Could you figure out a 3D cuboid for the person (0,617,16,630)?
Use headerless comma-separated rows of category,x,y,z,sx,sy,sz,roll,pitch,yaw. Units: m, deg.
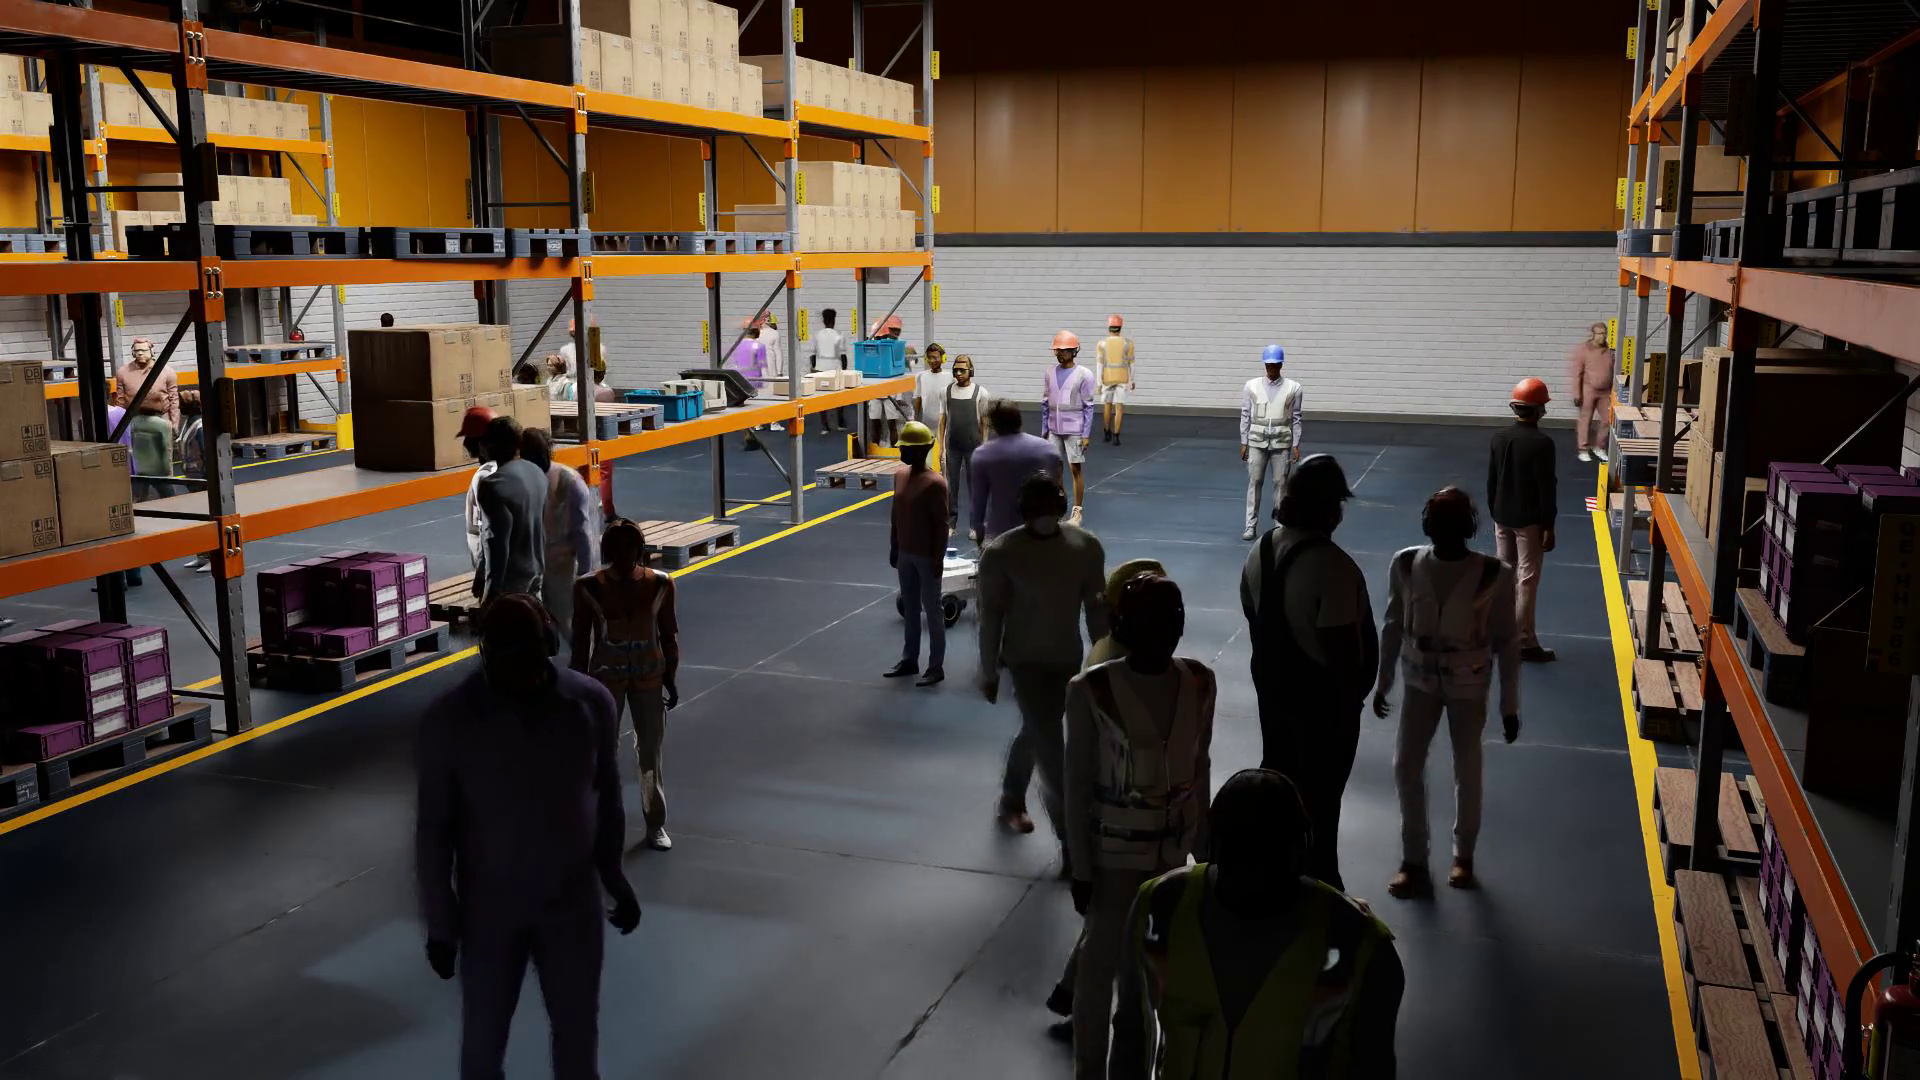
person,-7.441,-0.099,12.572,0.688,1.602,0.526,2,10,9

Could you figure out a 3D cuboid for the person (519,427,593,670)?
person,-2.645,0.146,10.668,0.649,1.810,0.794,1,10,4

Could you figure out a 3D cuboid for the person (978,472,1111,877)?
person,0.390,0.592,7.972,0.619,1.878,1.044,-5,11,-26

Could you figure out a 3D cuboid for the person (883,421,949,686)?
person,-0.287,0.087,11.099,0.323,1.769,0.523,-9,13,-40

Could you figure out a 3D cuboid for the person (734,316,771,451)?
person,-2.900,-2.233,23.742,0.565,1.912,0.660,7,12,36

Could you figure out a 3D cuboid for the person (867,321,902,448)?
person,-1.025,-1.908,21.883,0.542,1.933,0.383,2,10,12

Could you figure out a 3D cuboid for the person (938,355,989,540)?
person,0.026,-0.918,16.542,0.512,1.845,0.340,2,10,12

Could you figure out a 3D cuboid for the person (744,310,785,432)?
person,-3.058,-2.654,26.163,0.637,1.904,0.403,4,11,20

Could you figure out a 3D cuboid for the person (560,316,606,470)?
person,-4.924,-1.950,21.879,0.613,2.021,0.775,1,10,4

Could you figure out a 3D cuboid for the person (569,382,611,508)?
person,-4.119,-1.202,18.550,0.537,1.700,0.317,2,10,12

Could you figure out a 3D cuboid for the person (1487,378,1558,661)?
person,3.981,-0.145,11.756,0.371,1.997,0.622,-4,11,-23

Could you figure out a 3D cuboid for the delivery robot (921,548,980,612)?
delivery robot,-0.069,0.307,13.008,0.707,0.478,0.477,-9,13,-41

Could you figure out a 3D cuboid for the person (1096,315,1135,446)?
person,2.296,-2.358,24.520,0.554,1.895,0.854,2,10,11

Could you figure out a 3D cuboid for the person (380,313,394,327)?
person,-8.537,-2.435,24.918,0.592,1.913,0.392,-8,13,-36

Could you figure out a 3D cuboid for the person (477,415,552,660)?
person,-2.641,0.227,9.827,0.358,1.938,0.636,2,10,13

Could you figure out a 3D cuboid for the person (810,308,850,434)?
person,-2.013,-2.652,26.036,0.626,1.929,0.872,2,10,11

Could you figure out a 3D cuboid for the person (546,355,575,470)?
person,-4.732,-1.364,19.631,0.510,1.640,0.308,10,14,44

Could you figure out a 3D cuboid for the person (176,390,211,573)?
person,-6.825,-0.532,14.938,0.314,1.642,0.514,-8,13,-39

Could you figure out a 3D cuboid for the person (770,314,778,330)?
person,-3.200,-2.926,28.068,0.316,1.769,0.523,-2,10,-12

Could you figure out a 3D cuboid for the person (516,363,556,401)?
person,-4.101,-0.786,15.894,0.547,1.817,1.001,3,10,16

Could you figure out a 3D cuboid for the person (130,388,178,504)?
person,-7.515,-0.621,15.564,0.506,1.595,0.812,1,10,7

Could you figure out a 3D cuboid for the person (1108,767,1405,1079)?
person,0.609,1.383,3.593,0.621,1.846,0.429,4,11,22

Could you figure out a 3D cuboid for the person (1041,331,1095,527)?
person,1.092,-1.144,17.249,0.605,2.045,0.378,7,12,36

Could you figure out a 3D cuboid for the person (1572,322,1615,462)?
person,8.566,-1.975,22.365,0.683,1.884,0.561,-2,10,-10

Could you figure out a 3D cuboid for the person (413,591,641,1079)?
person,-1.341,1.081,5.224,0.691,1.912,0.606,-5,11,-27

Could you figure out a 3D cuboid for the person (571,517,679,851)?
person,-1.604,0.700,8.007,0.513,1.641,0.307,-4,11,-19

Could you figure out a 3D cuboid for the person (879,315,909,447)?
person,-0.975,-2.250,23.810,0.596,1.932,1.057,-5,11,-27

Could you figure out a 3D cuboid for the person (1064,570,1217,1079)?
person,0.598,1.030,5.468,0.575,1.883,0.362,-5,11,-27

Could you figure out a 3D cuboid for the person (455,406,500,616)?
person,-2.926,0.130,10.379,0.356,1.939,0.542,0,10,0

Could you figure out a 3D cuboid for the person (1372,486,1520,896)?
person,2.169,0.687,7.475,0.707,1.852,0.734,6,12,32

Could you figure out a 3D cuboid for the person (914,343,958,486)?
person,-0.260,-1.225,18.215,0.535,1.864,0.309,2,10,12

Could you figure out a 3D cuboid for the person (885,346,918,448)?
person,-0.727,-1.790,22.177,0.701,1.588,0.567,2,10,9

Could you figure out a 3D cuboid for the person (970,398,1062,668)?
person,0.393,-0.050,11.583,0.663,1.883,0.652,-1,10,-4

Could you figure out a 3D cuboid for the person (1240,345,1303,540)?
person,3.075,-0.960,16.483,0.602,1.949,0.389,2,10,12

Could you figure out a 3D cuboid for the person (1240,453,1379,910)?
person,1.559,0.630,7.271,0.537,2.000,0.679,-5,11,-25

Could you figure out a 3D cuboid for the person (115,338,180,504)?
person,-8.979,-1.280,18.403,0.638,1.910,0.407,-3,11,-17

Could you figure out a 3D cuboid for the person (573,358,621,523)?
person,-3.822,-1.060,17.560,0.522,1.769,0.317,4,11,22

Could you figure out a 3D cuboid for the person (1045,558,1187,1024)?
person,0.602,0.963,6.014,0.449,1.831,0.606,0,10,2

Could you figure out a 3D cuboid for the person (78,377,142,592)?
person,-7.179,-0.478,14.061,0.391,1.846,0.564,1,10,7
